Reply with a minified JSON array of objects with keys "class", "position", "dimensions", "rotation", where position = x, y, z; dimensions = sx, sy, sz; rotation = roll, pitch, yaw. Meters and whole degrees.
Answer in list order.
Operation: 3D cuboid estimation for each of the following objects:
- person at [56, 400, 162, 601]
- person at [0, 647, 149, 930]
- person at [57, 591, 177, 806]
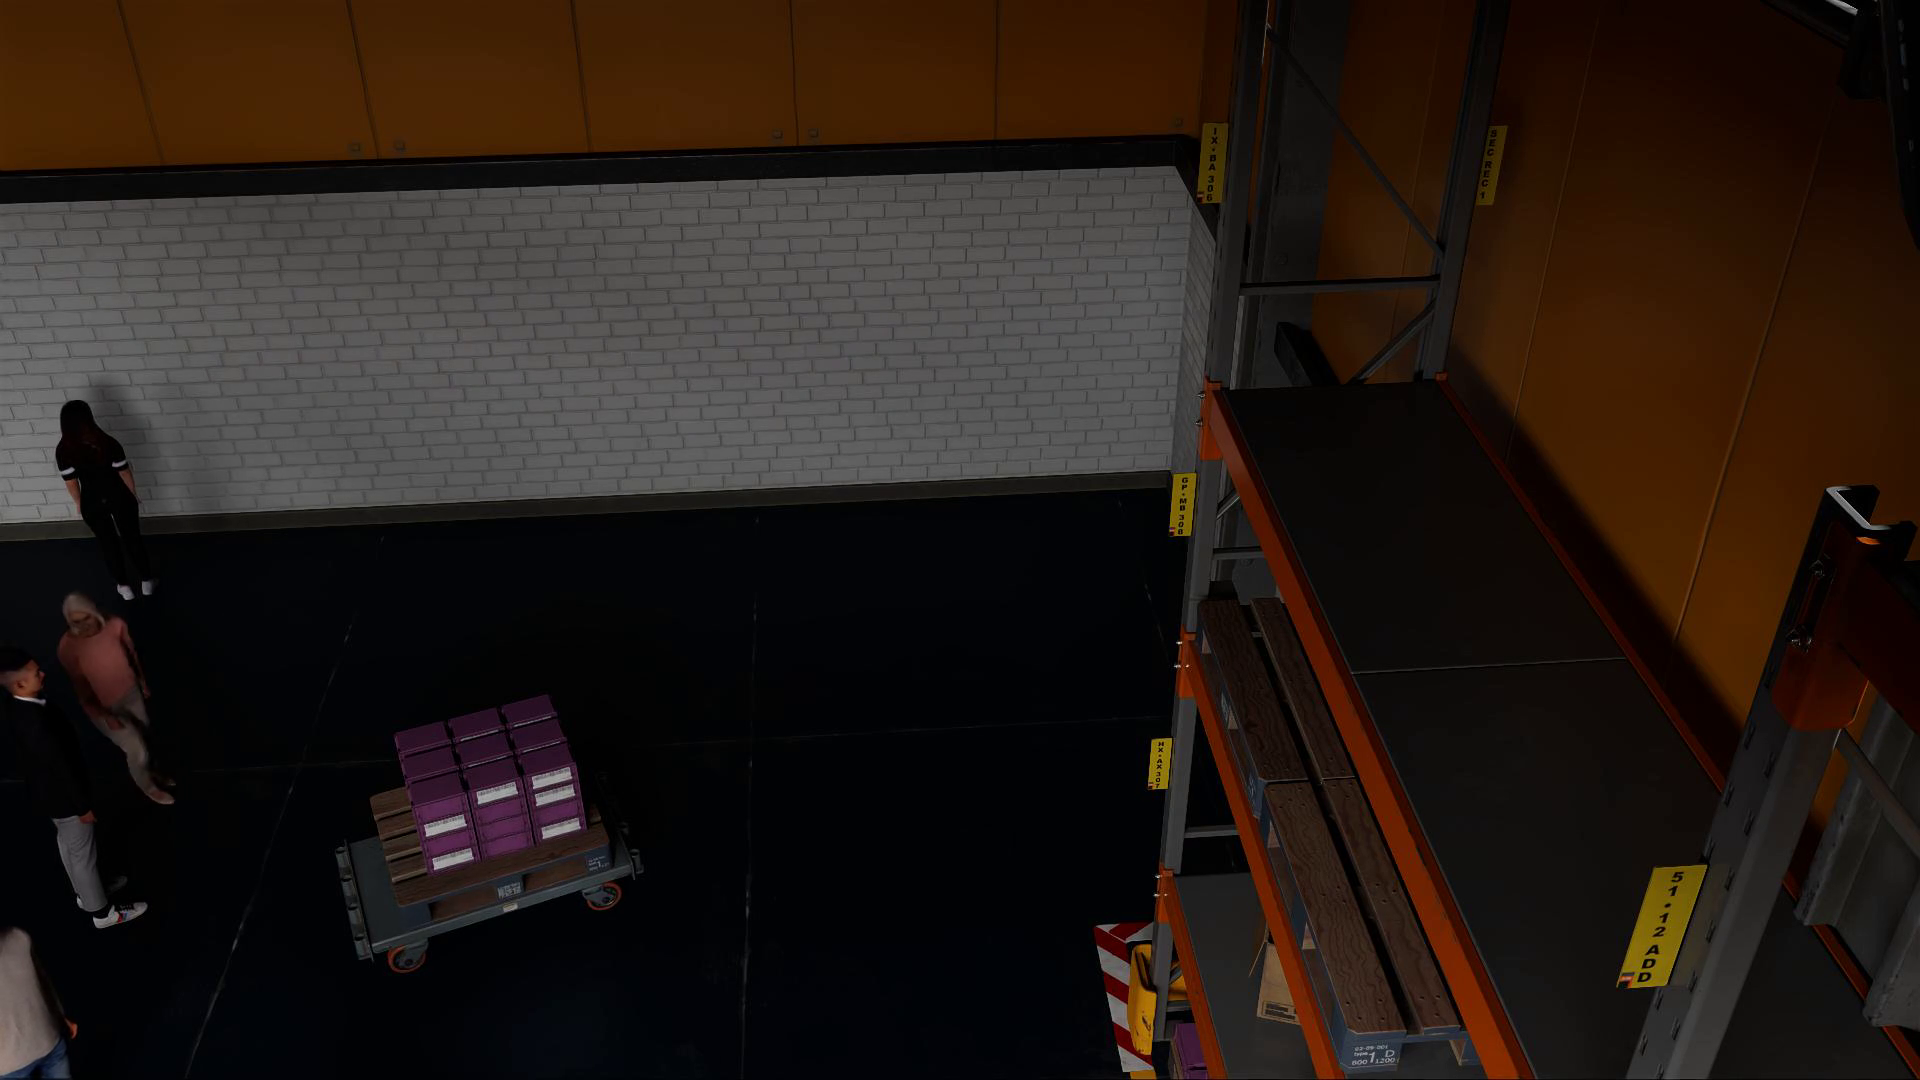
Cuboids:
[{"class":"person","position":[-6.326,-0.294,12.318],"dimensions":[0.676,1.639,0.679],"rotation":[-13,36,-19]},{"class":"person","position":[-5.150,1.395,9.488],"dimensions":[0.857,1.959,0.758],"rotation":[-26,42,-33]},{"class":"person","position":[-5.303,0.993,10.331],"dimensions":[0.840,1.695,0.776],"rotation":[12,35,18]}]
